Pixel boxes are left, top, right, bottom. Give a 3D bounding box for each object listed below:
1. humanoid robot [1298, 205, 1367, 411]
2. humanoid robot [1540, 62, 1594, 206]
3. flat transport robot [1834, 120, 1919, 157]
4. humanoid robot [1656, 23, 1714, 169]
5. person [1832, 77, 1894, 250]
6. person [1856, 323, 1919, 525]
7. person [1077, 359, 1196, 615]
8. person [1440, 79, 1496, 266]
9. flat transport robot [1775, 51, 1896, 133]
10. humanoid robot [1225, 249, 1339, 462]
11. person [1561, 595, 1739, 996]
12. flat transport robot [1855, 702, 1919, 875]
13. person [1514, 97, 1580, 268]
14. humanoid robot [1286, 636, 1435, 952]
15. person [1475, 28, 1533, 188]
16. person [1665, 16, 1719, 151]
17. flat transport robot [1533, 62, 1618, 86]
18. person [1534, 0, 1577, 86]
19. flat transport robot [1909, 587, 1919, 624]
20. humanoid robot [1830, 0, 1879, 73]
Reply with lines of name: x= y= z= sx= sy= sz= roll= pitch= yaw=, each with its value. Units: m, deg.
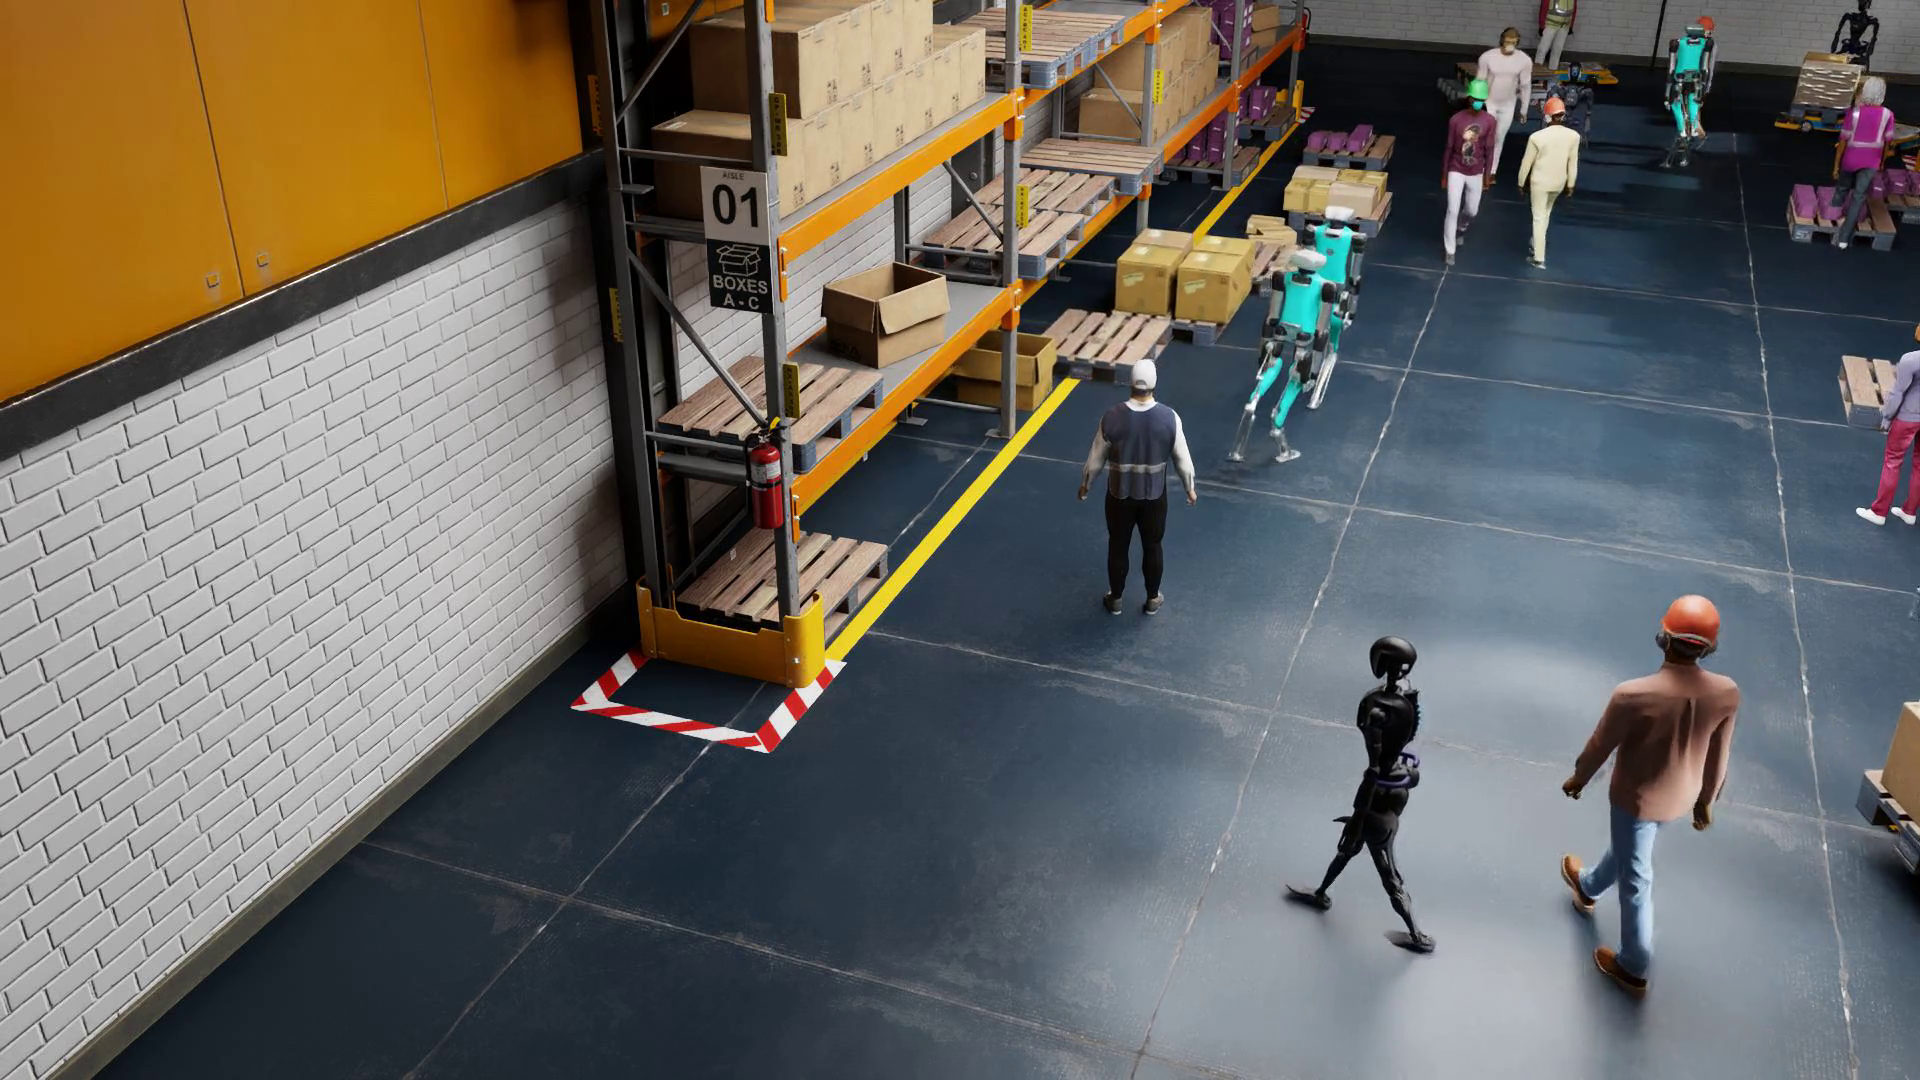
humanoid robot: x=3.183 y=-2.047 z=14.171 sx=0.539 sy=1.779 sz=1.023 roll=12 pitch=30 yaw=22
humanoid robot: x=7.035 y=-4.723 z=19.360 sx=0.599 sy=1.657 sz=0.315 roll=5 pitch=28 yaw=9
flat transport robot: x=12.303 y=-5.319 z=22.068 sx=1.431 sy=0.231 sz=0.659 roll=-19 pitch=33 yaw=-32
humanoid robot: x=9.139 y=-5.538 z=20.857 sx=0.544 sy=1.745 sz=0.722 roll=2 pitch=27 yaw=4
person: x=9.792 y=-4.124 z=18.096 sx=0.506 sy=1.785 sz=1.002 roll=14 pitch=30 yaw=25
person: x=6.860 y=-0.867 z=11.950 sx=0.498 sy=1.629 sz=0.288 roll=-3 pitch=27 yaw=-5
person: x=1.147 y=-0.332 z=10.766 sx=0.770 sy=1.756 sz=0.445 roll=2 pitch=27 yaw=3
person: x=5.329 y=-3.911 z=17.527 sx=0.514 sy=1.928 sz=0.709 roll=4 pitch=28 yaw=8
flat transport robot: x=12.056 y=-5.757 z=22.917 sx=1.431 sy=0.231 sz=0.659 roll=15 pitch=31 yaw=27
humanoid robot: x=2.381 y=-1.251 z=12.649 sx=0.544 sy=1.757 sz=1.005 roll=19 pitch=33 yaw=33
person: x=3.130 y=1.105 z=7.772 sx=0.612 sy=1.954 sz=0.942 roll=-8 pitch=28 yaw=-16
flat transport robot: x=5.340 y=1.713 z=8.428 sx=0.659 sy=0.231 sz=1.431 roll=-1 pitch=27 yaw=-1
person: x=6.119 y=-3.793 z=17.519 sx=0.580 sy=1.714 sz=0.784 roll=-5 pitch=28 yaw=-10
humanoid robot: x=1.979 y=1.206 z=7.935 sx=0.786 sy=1.625 sz=0.610 roll=14 pitch=30 yaw=25
person: x=6.502 y=-5.185 z=20.017 sx=0.666 sy=1.900 sz=0.840 roll=5 pitch=28 yaw=9
person: x=9.528 y=-5.894 z=21.572 sx=0.411 sy=1.736 sz=0.583 roll=0 pitch=27 yaw=-1
flat transport robot: x=9.393 y=-7.237 z=25.788 sx=1.431 sy=0.231 sz=0.659 roll=2 pitch=27 yaw=4
person: x=9.012 y=-7.773 z=25.127 sx=0.623 sy=1.838 sz=0.431 roll=-9 pitch=29 yaw=-17
flat transport robot: x=6.794 y=0.699 z=10.395 sx=1.431 sy=0.231 sz=0.659 roll=-15 pitch=31 yaw=-27
humanoid robot: x=12.634 y=-6.882 z=23.570 sx=0.600 sy=1.648 sz=0.387 roll=23 pitch=35 yaw=38
